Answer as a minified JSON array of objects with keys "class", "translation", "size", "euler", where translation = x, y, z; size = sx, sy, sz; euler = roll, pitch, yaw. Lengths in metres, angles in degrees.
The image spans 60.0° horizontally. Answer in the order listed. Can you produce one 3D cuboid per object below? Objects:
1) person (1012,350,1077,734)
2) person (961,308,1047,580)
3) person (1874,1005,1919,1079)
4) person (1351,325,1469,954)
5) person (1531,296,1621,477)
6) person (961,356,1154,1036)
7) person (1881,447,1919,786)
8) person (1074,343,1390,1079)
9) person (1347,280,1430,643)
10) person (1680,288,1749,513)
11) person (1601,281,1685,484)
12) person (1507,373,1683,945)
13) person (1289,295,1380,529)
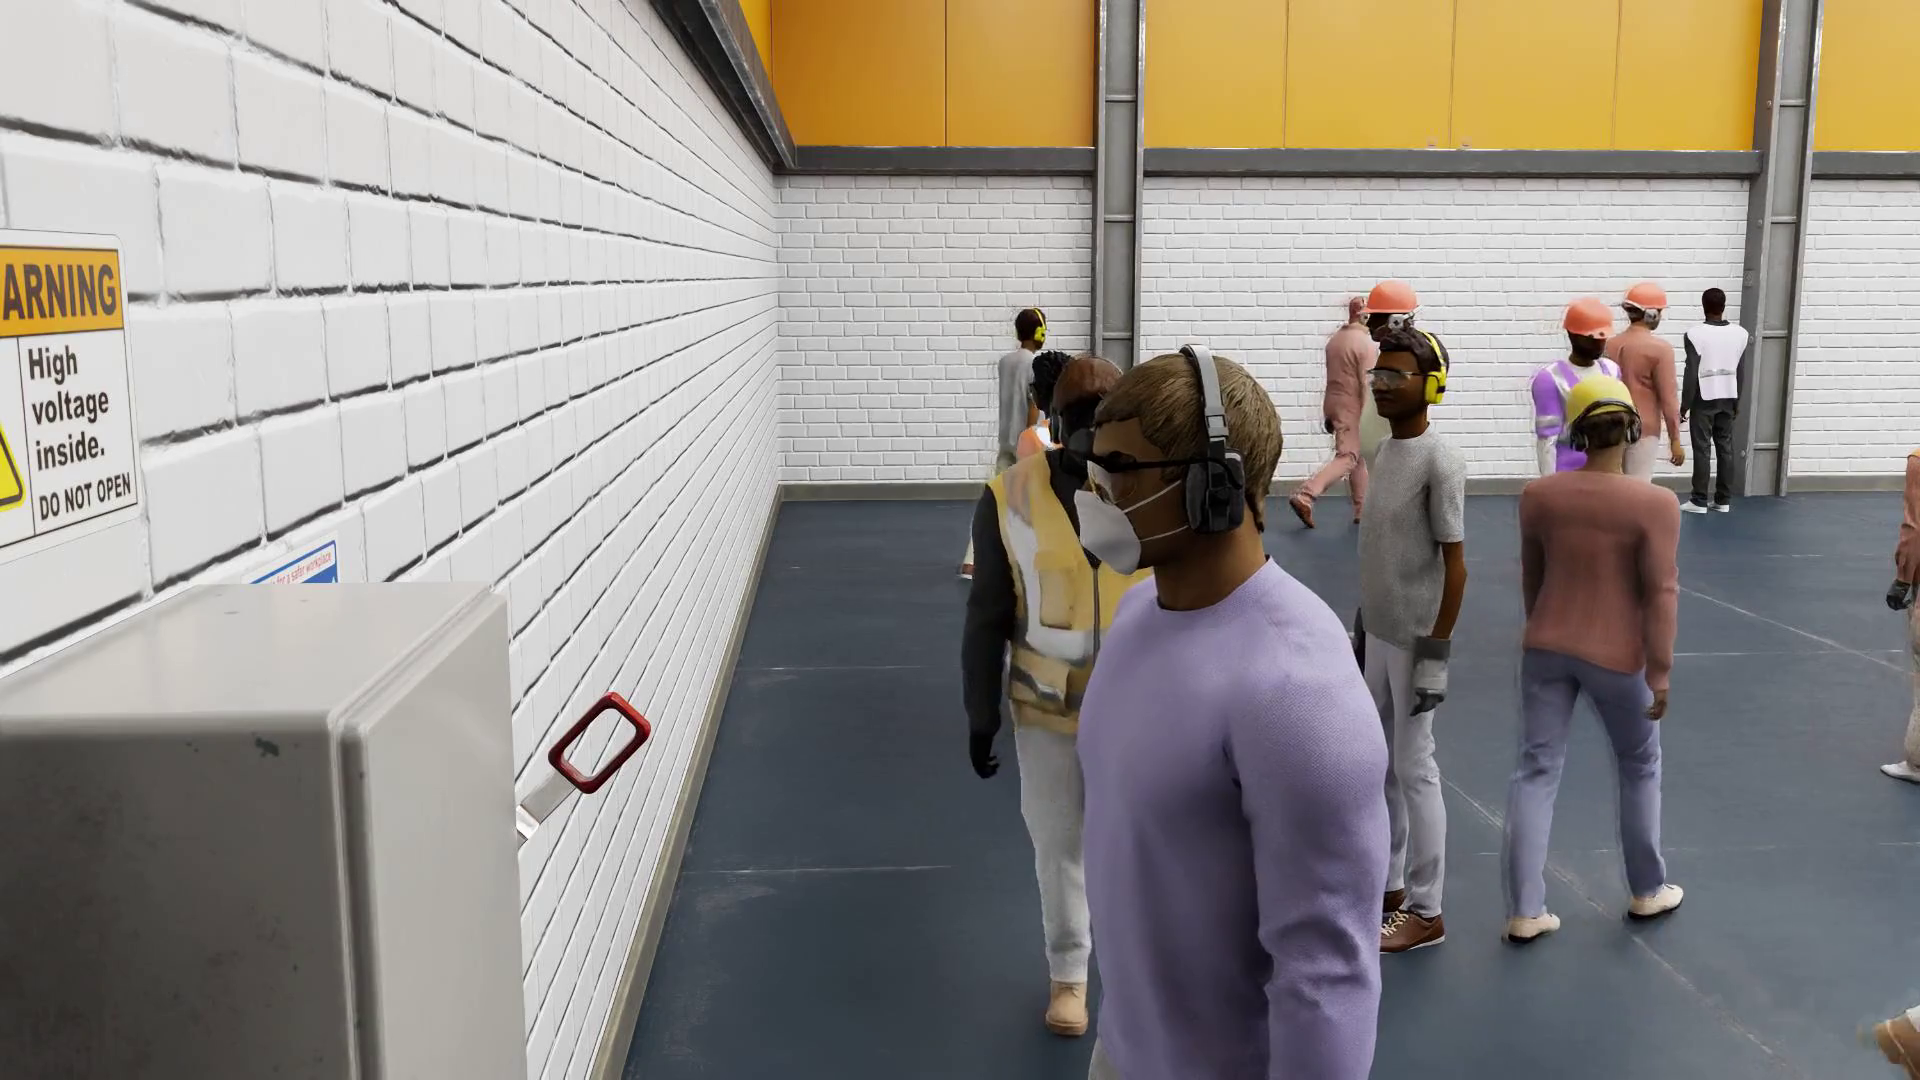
[{"class":"person","translation":[0.422,0.024,7.280],"size":[0.321,1.697,0.530],"euler":[8,12,40]},{"class":"person","translation":[0.393,-0.631,11.065],"size":[0.995,1.813,0.550],"euler":[-8,12,-40]},{"class":"person","translation":[2.484,0.510,3.818],"size":[0.439,1.829,0.650],"euler":[6,11,32]},{"class":"person","translation":[1.311,0.297,5.009],"size":[0.319,1.876,0.532],"euler":[-2,9,-12]},{"class":"person","translation":[3.273,-0.319,8.761],"size":[0.578,1.909,0.447],"euler":[-4,10,-21]},{"class":"person","translation":[0.327,0.453,4.220],"size":[0.657,1.812,0.767],"euler":[1,9,5]},{"class":"person","translation":[3.931,0.166,6.567],"size":[0.513,1.642,0.311],"euler":[-1,9,-6]},{"class":"person","translation":[0.316,0.718,2.168],"size":[0.354,1.937,0.635],"euler":[-2,9,-13]},{"class":"person","translation":[2.261,-0.361,8.770],"size":[0.390,1.992,0.624],"euler":[0,9,1]},{"class":"person","translation":[6.394,-1.178,14.152],"size":[0.590,1.915,0.398],"euler":[-2,9,-14]},{"class":"person","translation":[4.521,-0.719,11.061],"size":[0.462,1.986,0.631],"euler":[-3,10,-18]},{"class":"person","translation":[1.966,0.358,5.120],"size":[0.539,1.716,0.804],"euler":[9,13,44]},{"class":"person","translation":[3.065,-1.019,13.306],"size":[0.889,1.877,0.655],"euler":[-2,9,-11]}]
